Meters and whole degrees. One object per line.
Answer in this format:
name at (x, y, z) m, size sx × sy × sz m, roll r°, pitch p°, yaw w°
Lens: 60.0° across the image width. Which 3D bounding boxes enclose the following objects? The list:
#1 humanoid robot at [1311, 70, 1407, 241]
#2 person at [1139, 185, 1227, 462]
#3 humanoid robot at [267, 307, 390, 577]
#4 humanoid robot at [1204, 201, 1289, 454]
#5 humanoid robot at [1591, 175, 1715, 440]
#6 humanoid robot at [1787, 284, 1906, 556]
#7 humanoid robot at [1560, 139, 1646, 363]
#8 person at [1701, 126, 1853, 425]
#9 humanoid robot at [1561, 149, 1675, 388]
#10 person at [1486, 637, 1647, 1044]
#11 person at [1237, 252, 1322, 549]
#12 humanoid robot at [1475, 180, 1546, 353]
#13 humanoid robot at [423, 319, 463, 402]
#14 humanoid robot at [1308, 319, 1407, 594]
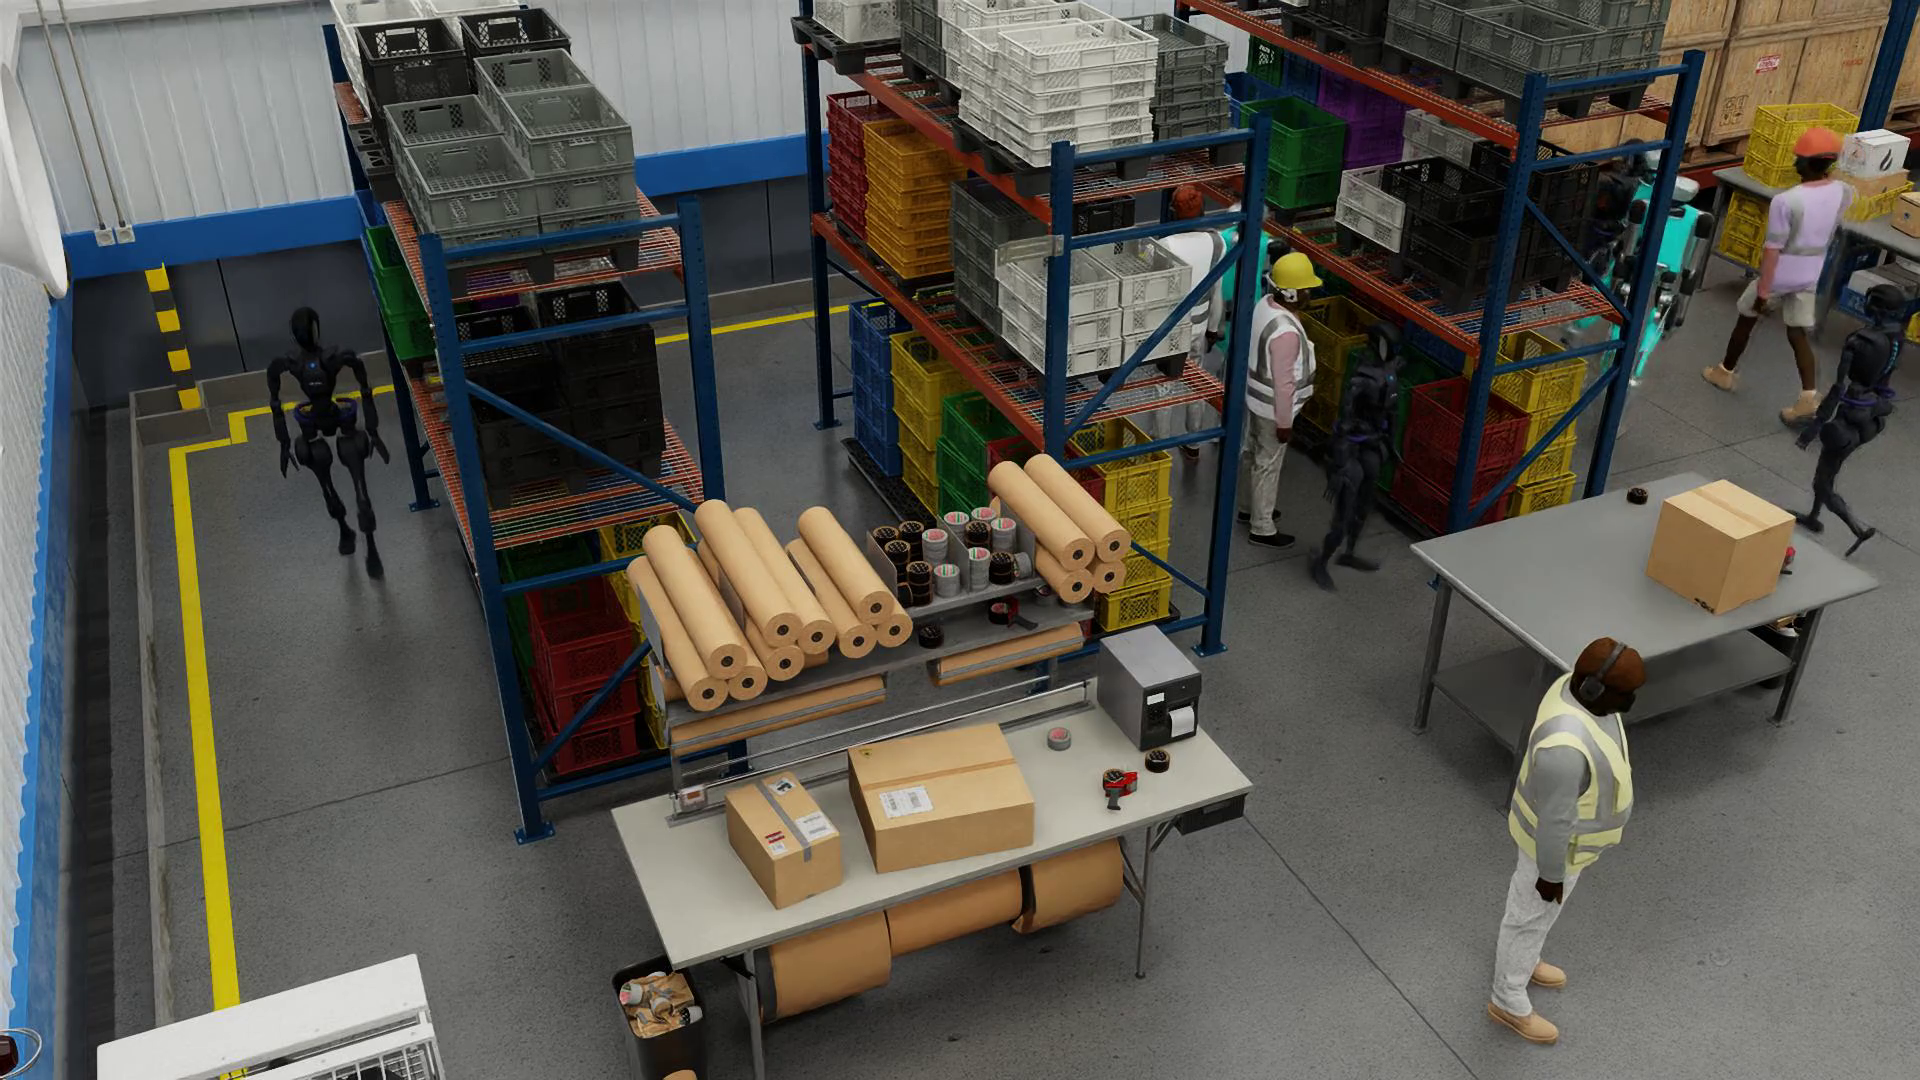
humanoid robot at (3.189, -3.038, 13.536) m, size 0.535 × 1.797 × 0.809 m, roll -22°, pitch 38°, yaw -32°
person at (1.396, -1.346, 10.615) m, size 0.582 × 1.883 × 0.340 m, roll -10°, pitch 33°, yaw -16°
humanoid robot at (-3.627, -0.566, 9.562) m, size 0.609 × 1.632 × 0.690 m, roll -9°, pitch 33°, yaw -15°
humanoid robot at (1.852, -1.416, 10.859) m, size 0.538 × 1.780 × 0.680 m, roll 11°, pitch 33°, yaw 18°
humanoid robot at (4.459, -1.427, 10.944) m, size 0.535 × 1.822 × 0.766 m, roll 20°, pitch 37°, yaw 29°
humanoid robot at (5.329, -0.710, 9.794) m, size 0.600 × 1.631 × 0.631 m, roll -16°, pitch 35°, yaw -24°
humanoid robot at (4.737, -2.073, 12.004) m, size 0.588 × 1.636 × 0.632 m, roll -9°, pitch 33°, yaw -14°
person at (5.630, -1.779, 11.225) m, size 0.596 × 2.003 × 1.033 m, roll -5°, pitch 32°, yaw -8°
humanoid robot at (4.509, -1.859, 11.610) m, size 0.677 × 1.815 × 0.546 m, roll 0°, pitch 32°, yaw 0°
person at (2.389, 1.166, 6.583) m, size 0.430 × 1.837 × 0.620 m, roll 14°, pitch 34°, yaw 22°
person at (1.873, -0.829, 9.824) m, size 0.404 × 1.834 × 0.590 m, roll -1°, pitch 32°, yaw -2°
humanoid robot at (3.748, -1.737, 11.434) m, size 0.599 × 1.657 × 0.315 m, roll -4°, pitch 32°, yaw -7°
humanoid robot at (-3.525, -1.673, 11.277) m, size 1.009 × 1.734 × 0.543 m, roll -25°, pitch 39°, yaw -34°
humanoid robot at (2.280, -0.494, 9.418) m, size 0.616 × 1.655 × 0.307 m, roll -26°, pitch 40°, yaw -36°
